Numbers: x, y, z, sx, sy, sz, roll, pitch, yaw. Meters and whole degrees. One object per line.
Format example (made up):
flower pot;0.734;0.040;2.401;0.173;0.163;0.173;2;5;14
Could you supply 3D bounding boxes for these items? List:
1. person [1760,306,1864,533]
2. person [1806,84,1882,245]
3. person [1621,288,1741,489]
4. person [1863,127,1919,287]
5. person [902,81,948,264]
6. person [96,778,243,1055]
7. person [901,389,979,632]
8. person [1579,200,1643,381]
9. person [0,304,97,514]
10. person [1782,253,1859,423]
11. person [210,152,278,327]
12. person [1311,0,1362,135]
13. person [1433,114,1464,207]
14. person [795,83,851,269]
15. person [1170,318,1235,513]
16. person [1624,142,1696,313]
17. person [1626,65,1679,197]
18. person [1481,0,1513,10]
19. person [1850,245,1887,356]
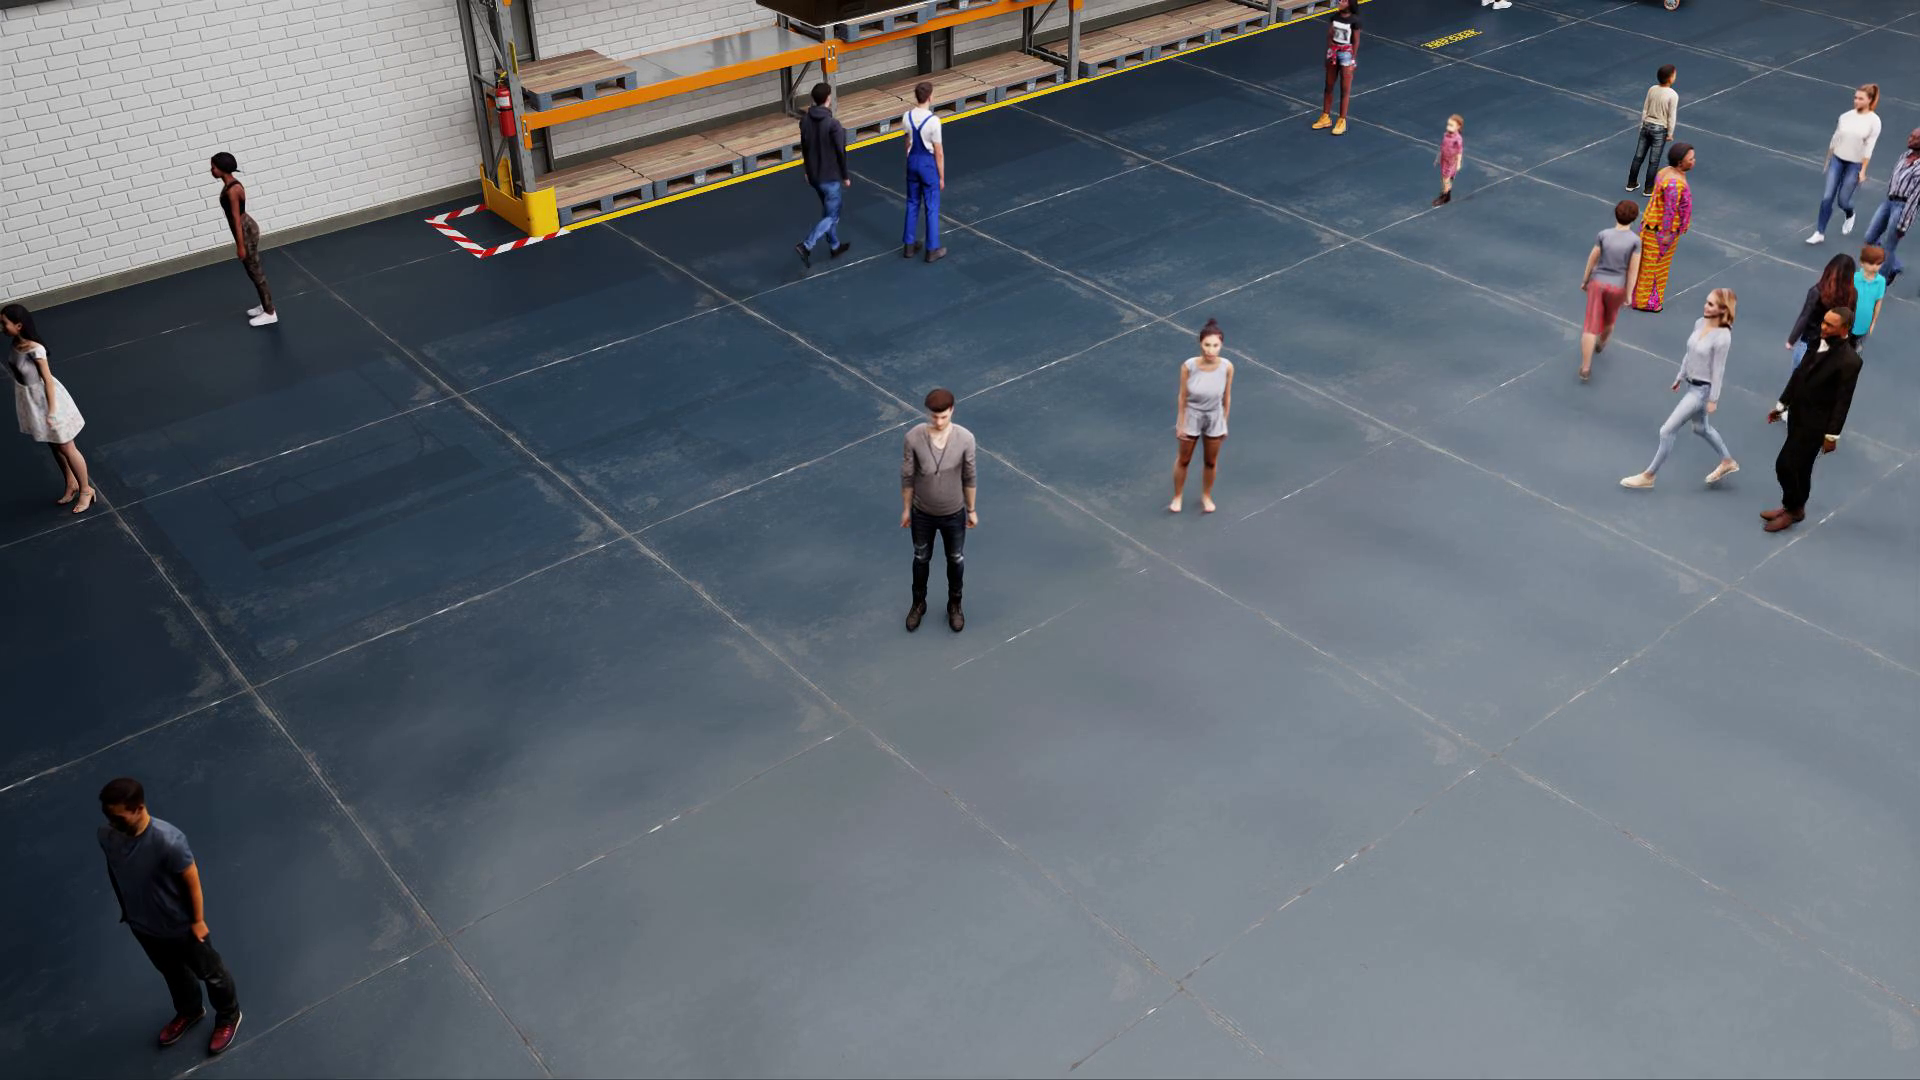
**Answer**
person;6.622;-0.929;12.743;0.893;1.892;0.845;0;34;1
person;9.325;-3.920;17.409;0.811;1.707;0.646;-21;39;-29
person;5.957;-1.166;13.225;1.232;1.752;1.103;0;34;0
person;9.209;-3.167;16.207;0.871;1.784;0.816;-2;34;-4
person;-0.387;-3.785;17.081;0.683;1.845;0.664;19;38;27
person;-4.079;1.907;8.554;0.728;1.804;0.748;8;34;12
person;-0.151;-0.230;11.683;0.759;1.900;0.837;1;34;1
person;5.787;-2.207;14.922;0.931;1.608;1.184;13;36;19
person;-7.147;-1.030;13.000;0.696;1.775;0.694;24;40;32
person;7.241;-1.593;13.996;0.922;1.610;0.934;-8;35;-12
person;-6.821;-2.888;15.863;0.604;1.700;0.623;-14;36;-20
person;4.664;-5.839;20.280;0.605;1.724;0.617;-28;43;-35
person;5.486;-4.241;18.519;0.552;1.013;0.475;-17;37;-24
person;-1.426;-3.654;16.866;0.826;1.866;1.163;25;41;32
person;1.905;-0.957;13.034;0.631;1.616;0.704;0;34;0
person;6.845;-3.072;16.156;0.839;1.682;0.770;6;34;9
person;7.787;-4.600;18.652;0.502;1.465;0.553;-23;40;-31
person;8.081;-8.932;24.748;0.652;1.929;0.720;-17;37;-24
person;7.859;-1.947;14.688;0.839;1.434;0.897;3;34;5
